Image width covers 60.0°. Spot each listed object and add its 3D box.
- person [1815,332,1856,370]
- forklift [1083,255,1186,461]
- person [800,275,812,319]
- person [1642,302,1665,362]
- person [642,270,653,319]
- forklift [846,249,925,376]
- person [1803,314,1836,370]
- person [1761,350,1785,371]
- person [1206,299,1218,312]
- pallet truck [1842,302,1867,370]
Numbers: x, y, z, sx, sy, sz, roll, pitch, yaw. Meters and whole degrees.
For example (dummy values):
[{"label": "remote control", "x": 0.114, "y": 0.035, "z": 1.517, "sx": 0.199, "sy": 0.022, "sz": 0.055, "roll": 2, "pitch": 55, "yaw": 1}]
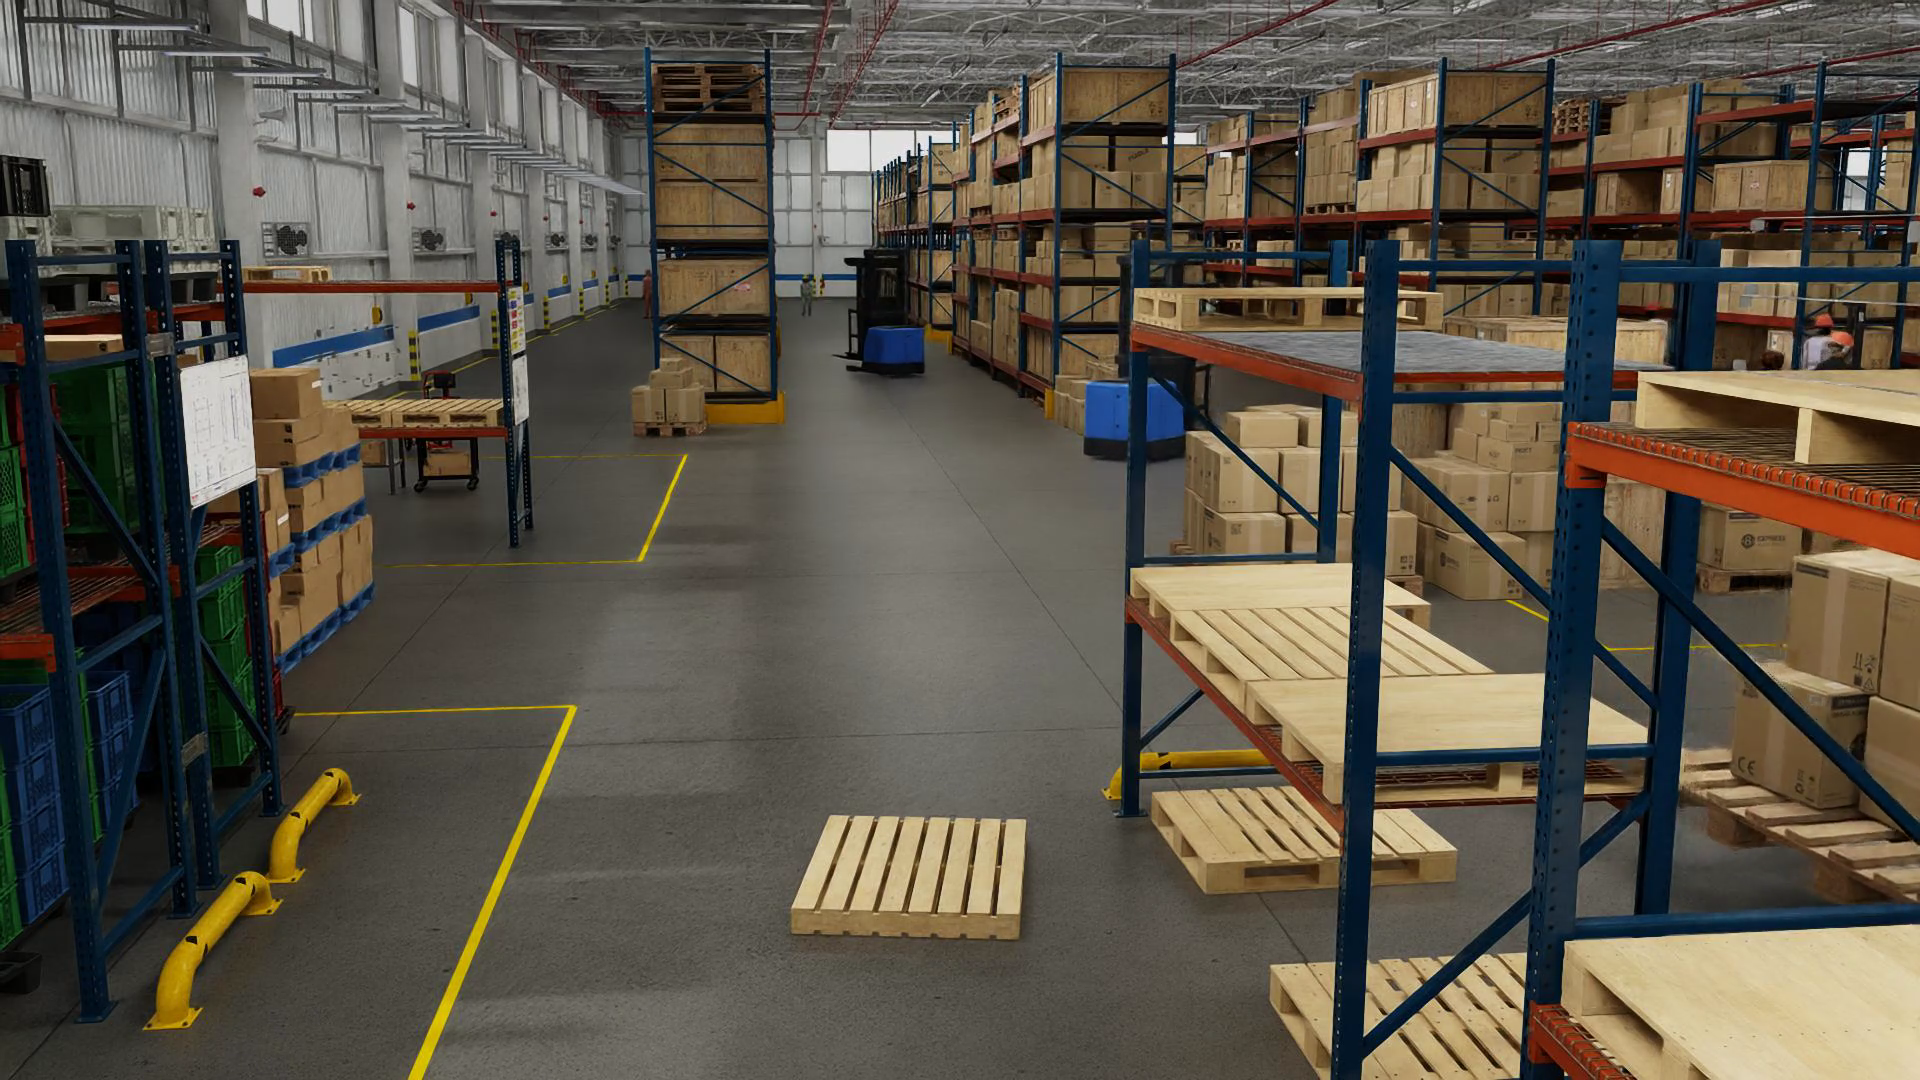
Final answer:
[{"label": "person", "x": 10.349, "y": -1.471, "z": 19.644, "sx": 0.846, "sy": 1.956, "sz": 0.643, "roll": -3, "pitch": 11, "yaw": -15}, {"label": "forklift", "x": 2.639, "y": -2.592, "z": 23.295, "sx": 1.129, "sy": 2.768, "sz": 1.873, "roll": 7, "pitch": 12, "yaw": 35}, {"label": "person", "x": -5.910, "y": -9.371, "z": 64.109, "sx": 0.488, "sy": 1.708, "sz": 0.847, "roll": 1, "pitch": 10, "yaw": 7}, {"label": "person", "x": 12.899, "y": -3.521, "z": 31.210, "sx": 0.569, "sy": 1.879, "sz": 1.010, "roll": -6, "pitch": 12, "yaw": -29}, {"label": "person", "x": -12.058, "y": -9.524, "z": 64.458, "sx": 0.401, "sy": 1.894, "sz": 0.653, "roll": 8, "pitch": 13, "yaw": 37}, {"label": "forklift", "x": -1.674, "y": -5.162, "z": 37.538, "sx": 1.129, "sy": 2.768, "sz": 1.873, "roll": -6, "pitch": 12, "yaw": -29}, {"label": "person", "x": 12.992, "y": -2.463, "z": 25.244, "sx": 0.652, "sy": 1.923, "sz": 0.557, "roll": -3, "pitch": 11, "yaw": -17}, {"label": "person", "x": 8.928, "y": -1.204, "z": 18.536, "sx": 0.526, "sy": 1.820, "sz": 0.636, "roll": -6, "pitch": 12, "yaw": -32}, {"label": "person", "x": 7.667, "y": -6.877, "z": 50.036, "sx": 0.933, "sy": 1.795, "sz": 0.576, "roll": -1, "pitch": 10, "yaw": -6}, {"label": "pallet truck", "x": 15.846, "y": -3.142, "z": 28.793, "sx": 1.885, "sy": 1.965, "sz": 0.823, "roll": 2, "pitch": 10, "yaw": 12}]
